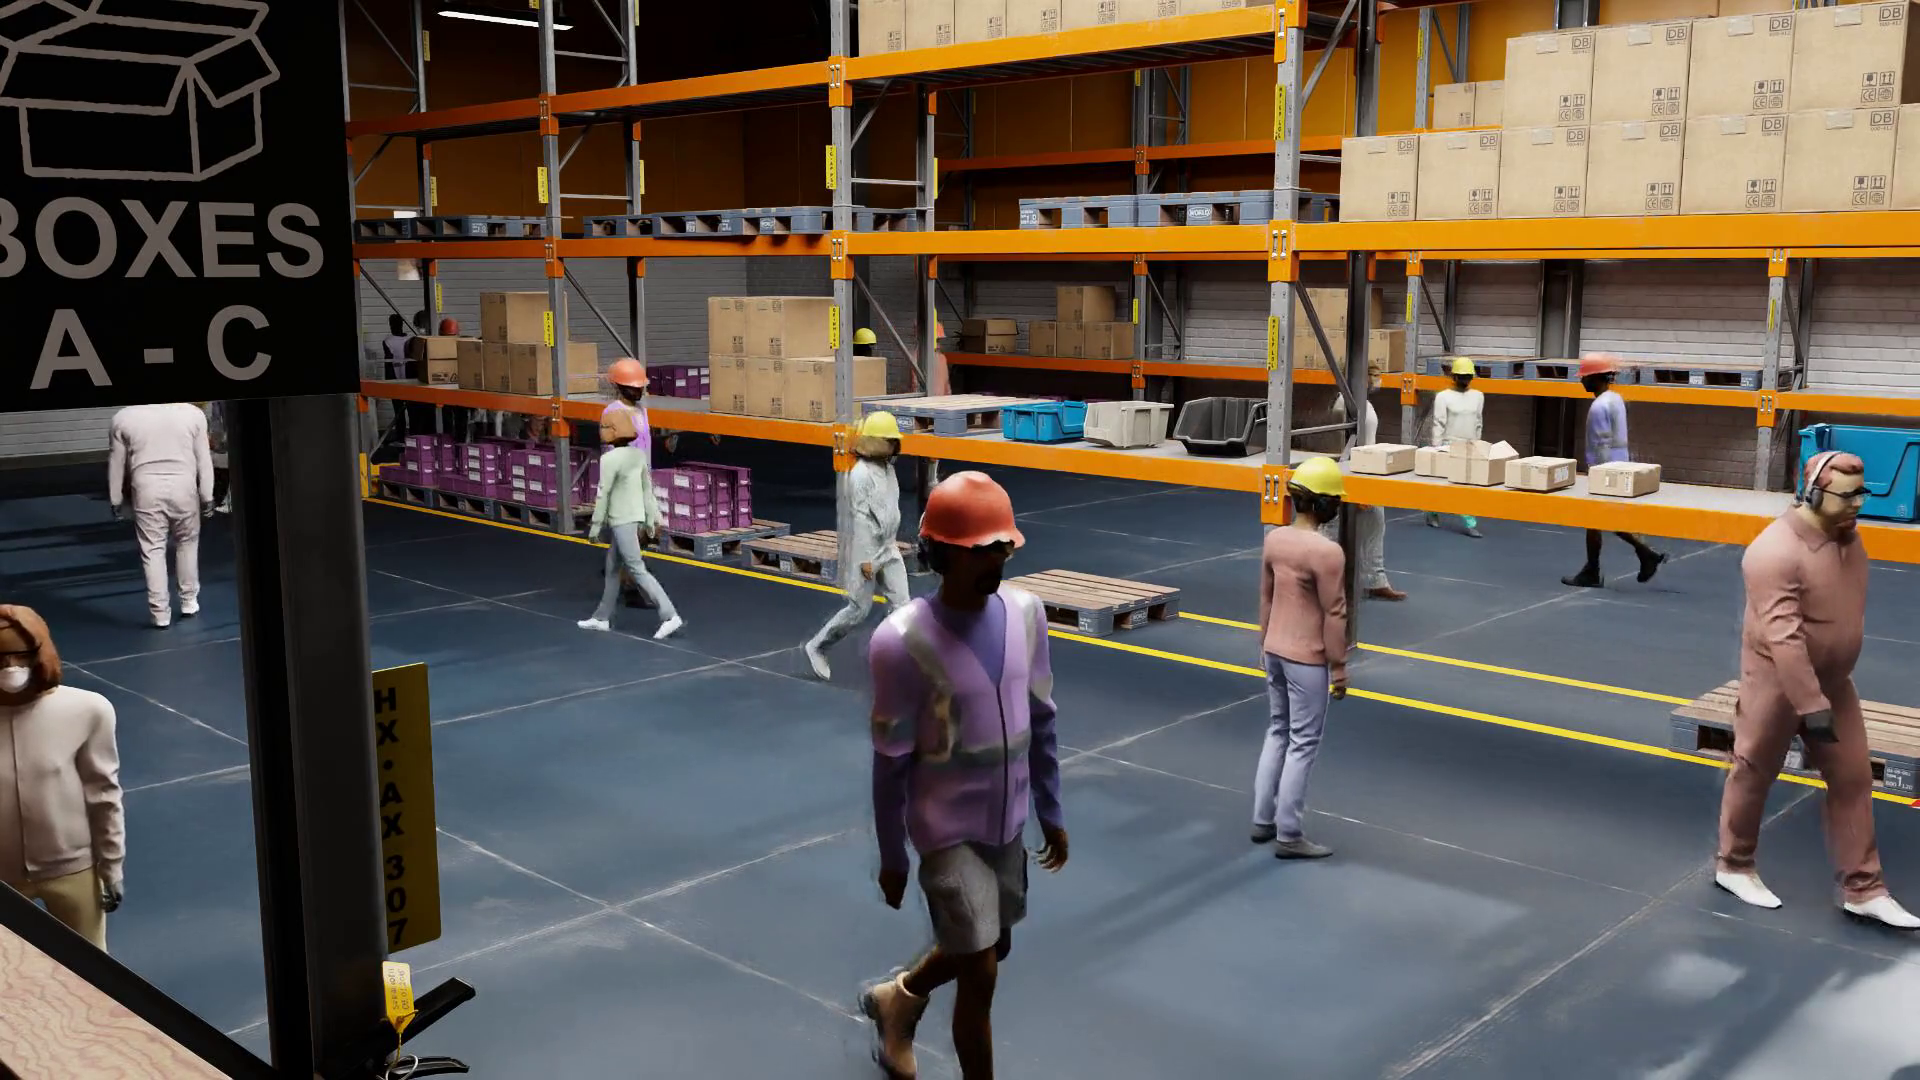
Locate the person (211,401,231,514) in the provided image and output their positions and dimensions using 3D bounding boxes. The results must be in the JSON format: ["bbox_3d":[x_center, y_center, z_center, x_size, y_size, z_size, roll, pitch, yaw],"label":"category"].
[{"bbox_3d":[-7.591,-1.064,17.385,0.516,1.582,0.813,4,10,21],"label":"person"}]

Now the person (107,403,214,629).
[{"bbox_3d":[-5.764,-0.333,12.015,0.677,1.879,0.745,-4,10,-26],"label":"person"}]

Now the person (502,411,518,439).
[{"bbox_3d":[-6.278,-1.999,23.142,0.525,1.595,0.861,-7,12,-37],"label":"person"}]

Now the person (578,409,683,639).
[{"bbox_3d":[-2.299,-0.117,11.604,0.869,1.588,0.511,3,10,17],"label":"person"}]

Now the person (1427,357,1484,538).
[{"bbox_3d":[4.802,-0.925,16.146,0.538,1.726,0.894,-2,9,-9],"label":"person"}]

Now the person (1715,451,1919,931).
[{"bbox_3d":[3.339,0.590,6.427,0.656,1.864,0.899,-4,10,-25],"label":"person"}]

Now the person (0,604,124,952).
[{"bbox_3d":[-2.676,0.978,4.797,0.493,1.627,0.284,-5,10,-26],"label":"person"}]

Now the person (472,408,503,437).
[{"bbox_3d":[-6.137,-1.901,21.849,0.539,1.825,0.981,-1,9,-3],"label":"person"}]

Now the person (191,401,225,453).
[{"bbox_3d":[-9.291,-1.718,20.484,0.541,1.896,0.571,-4,10,-21],"label":"person"}]

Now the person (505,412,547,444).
[{"bbox_3d":[-5.820,-2.001,22.298,0.955,1.874,0.586,-5,11,-29],"label":"person"}]

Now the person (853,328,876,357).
[{"bbox_3d":[-1.005,-1.303,17.851,0.365,1.927,0.588,2,10,13],"label":"person"}]

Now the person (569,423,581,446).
[{"bbox_3d":[-5.618,-2.078,23.245,0.520,1.716,0.911,6,11,31],"label":"person"}]

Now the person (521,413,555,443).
[{"bbox_3d":[-4.896,-1.572,19.662,0.662,1.879,0.483,-6,11,-32],"label":"person"}]

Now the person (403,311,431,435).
[{"bbox_3d":[-7.069,-2.054,22.109,0.688,2.000,0.550,1,9,4],"label":"person"}]

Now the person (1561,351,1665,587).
[{"bbox_3d":[5.227,-0.546,13.266,0.689,1.912,0.567,6,11,33],"label":"person"}]

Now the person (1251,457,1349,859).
[{"bbox_3d":[1.506,0.511,7.264,0.357,1.755,0.530,-4,10,-21],"label":"person"}]

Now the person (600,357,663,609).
[{"bbox_3d":[-2.499,-0.418,12.481,0.491,1.912,0.554,3,10,19],"label":"person"}]

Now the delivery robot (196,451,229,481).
[{"bbox_3d":[-8.811,-0.890,19.223,0.707,0.478,0.477,-3,10,-19],"label":"delivery robot"}]

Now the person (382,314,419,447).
[{"bbox_3d":[-8.057,-2.293,24.001,0.408,1.926,0.595,5,11,30],"label":"person"}]

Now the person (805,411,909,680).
[{"bbox_3d":[-0.571,0.059,10.135,0.764,1.714,0.479,5,11,30],"label":"person"}]

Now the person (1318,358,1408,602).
[{"bbox_3d":[2.968,-0.474,12.863,0.949,1.907,0.638,5,11,30],"label":"person"}]

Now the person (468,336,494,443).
[{"bbox_3d":[-6.233,-1.846,21.905,0.552,1.680,0.409,-2,10,-13],"label":"person"}]

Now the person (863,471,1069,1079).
[{"bbox_3d":[-0.029,0.782,4.814,0.616,2.020,0.894,-8,12,-42],"label":"person"}]

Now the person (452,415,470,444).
[{"bbox_3d":[-7.151,-2.097,22.999,0.583,1.837,0.697,4,10,22],"label":"person"}]

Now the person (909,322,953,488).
[{"bbox_3d":[-0.253,-1.476,18.786,0.676,1.973,0.617,5,11,29],"label":"person"}]

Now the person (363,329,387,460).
[{"bbox_3d":[-7.975,-1.937,22.142,0.615,1.781,0.914,-7,11,-36],"label":"person"}]

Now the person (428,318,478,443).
[{"bbox_3d":[-6.341,-1.790,20.724,0.646,1.965,0.668,-5,10,-26],"label":"person"}]
